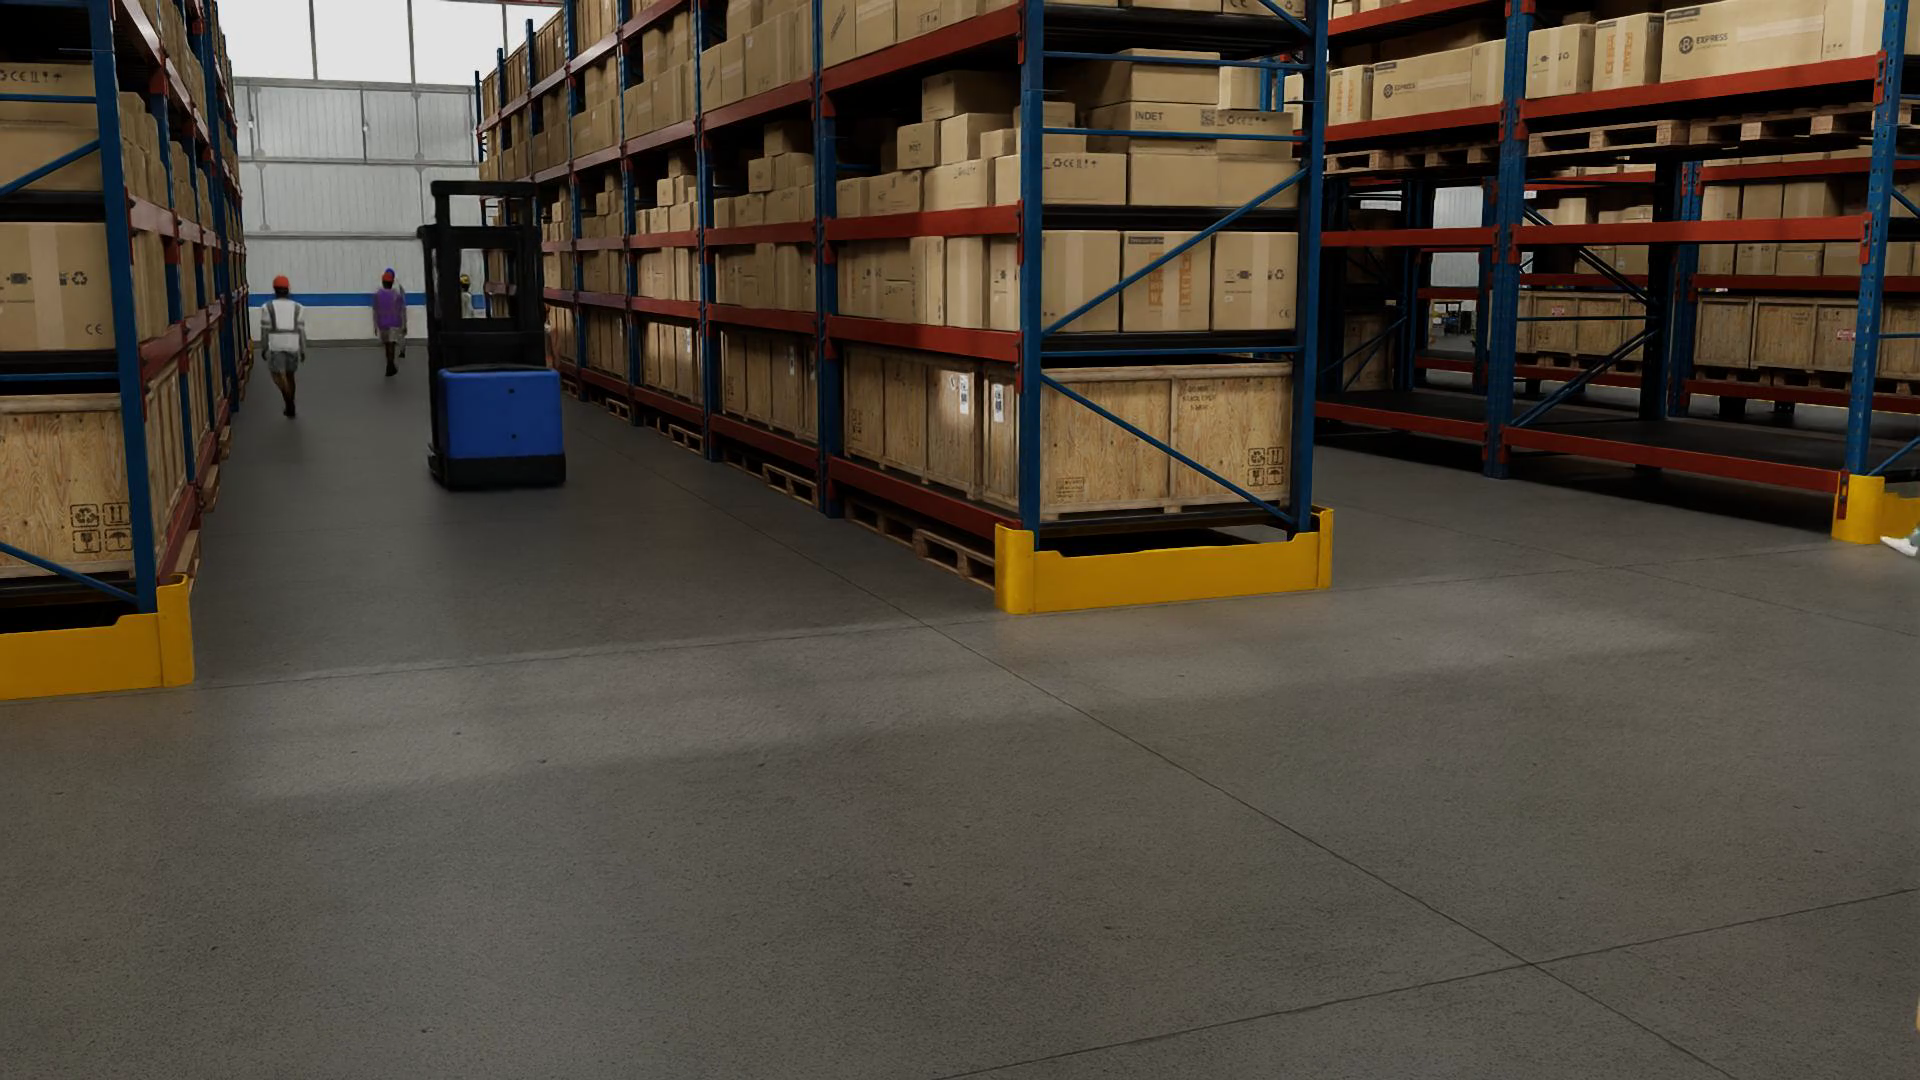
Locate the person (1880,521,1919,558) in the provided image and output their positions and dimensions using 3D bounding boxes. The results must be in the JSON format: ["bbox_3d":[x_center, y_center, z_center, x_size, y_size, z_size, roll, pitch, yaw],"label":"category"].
[{"bbox_3d":[6.863,-0.610,11.367,0.854,1.580,0.518,1,10,4],"label":"person"}]

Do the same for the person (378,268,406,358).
[{"bbox_3d":[-12.296,-4.899,35.993,0.606,1.947,0.406,-9,13,-42],"label":"person"}]

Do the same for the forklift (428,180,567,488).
[{"bbox_3d":[-4.438,-1.981,15.726,1.129,2.768,1.873,-4,10,-22],"label":"forklift"}]

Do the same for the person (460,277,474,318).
[{"bbox_3d":[-10.847,-4.888,36.483,0.523,1.765,0.316,6,11,32],"label":"person"}]

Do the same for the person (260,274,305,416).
[{"bbox_3d":[-9.052,-2.594,22.302,0.569,1.912,0.690,-7,12,-36],"label":"person"}]

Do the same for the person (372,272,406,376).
[{"bbox_3d":[-10.497,-3.969,30.580,0.556,1.903,0.939,-1,10,-6],"label":"person"}]

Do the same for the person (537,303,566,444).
[{"bbox_3d":[-4.756,-1.887,18.879,0.514,1.639,0.314,3,10,20],"label":"person"}]
